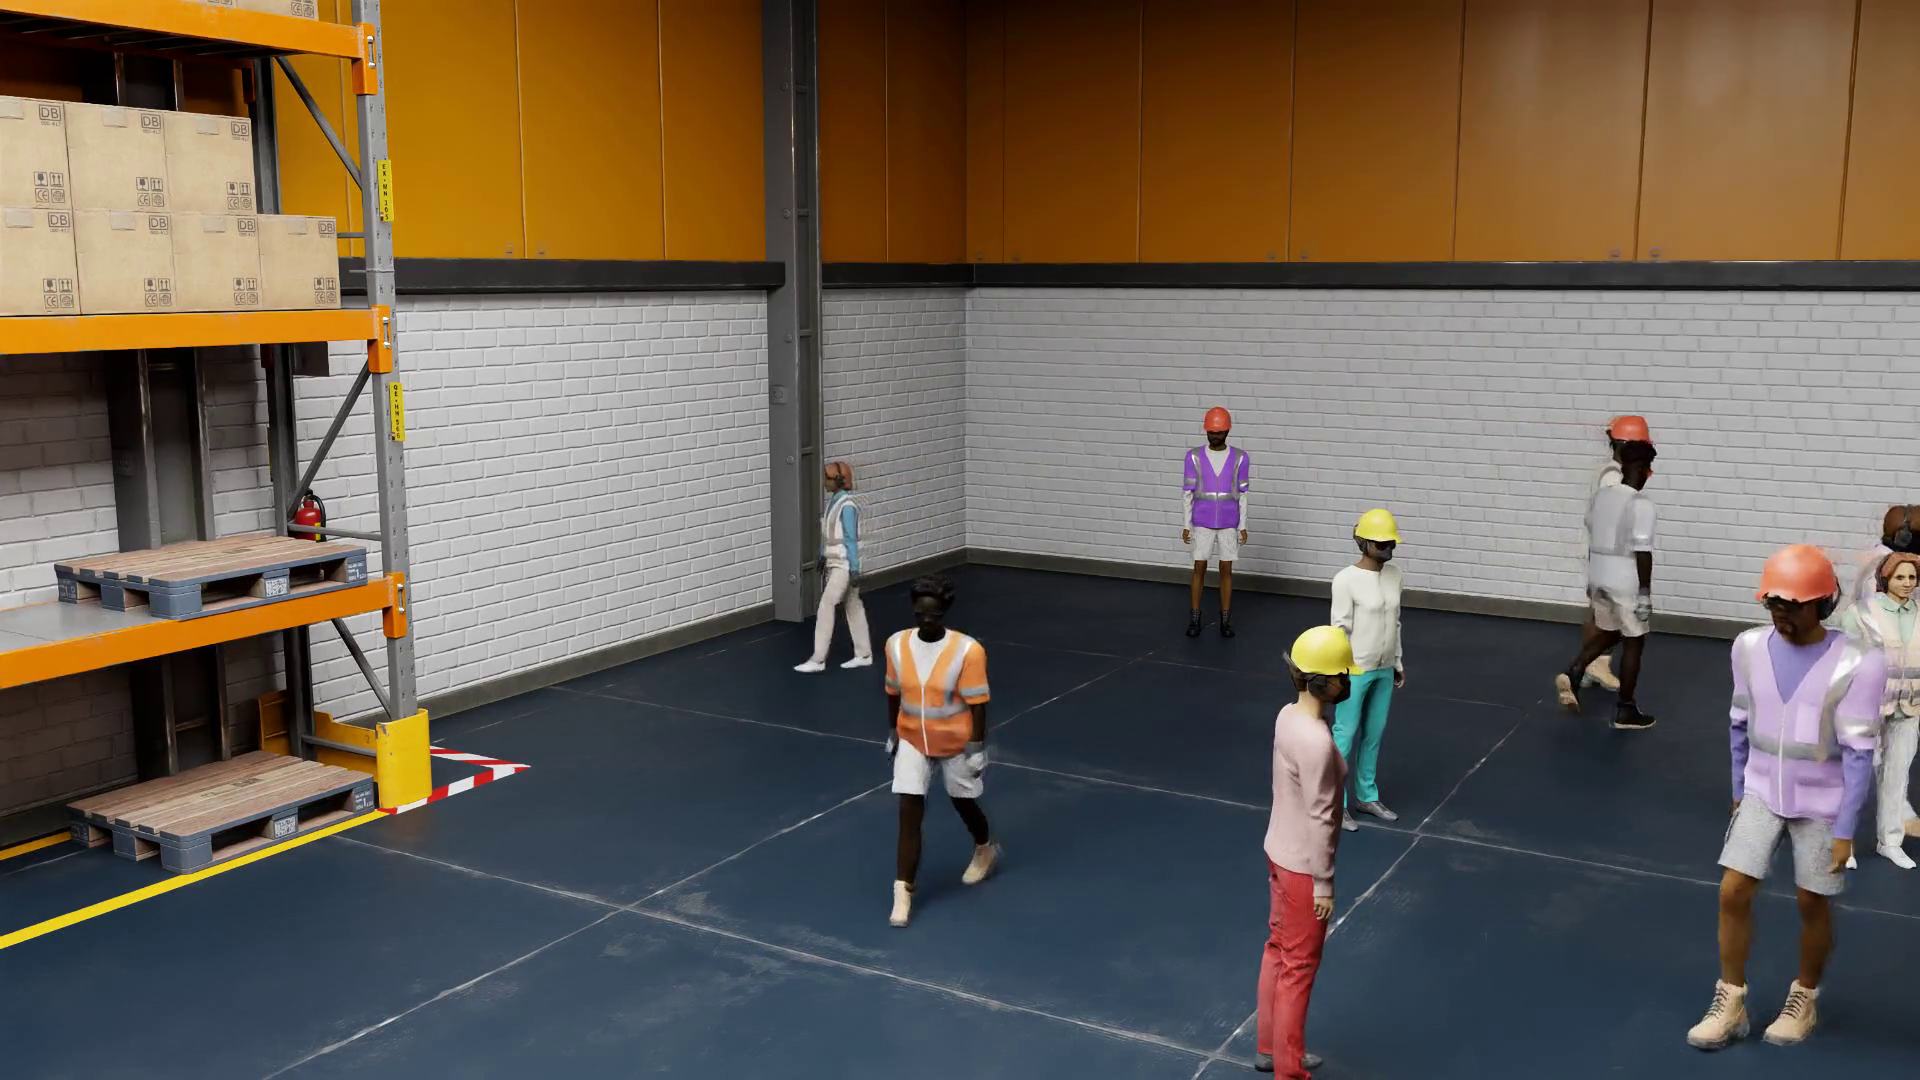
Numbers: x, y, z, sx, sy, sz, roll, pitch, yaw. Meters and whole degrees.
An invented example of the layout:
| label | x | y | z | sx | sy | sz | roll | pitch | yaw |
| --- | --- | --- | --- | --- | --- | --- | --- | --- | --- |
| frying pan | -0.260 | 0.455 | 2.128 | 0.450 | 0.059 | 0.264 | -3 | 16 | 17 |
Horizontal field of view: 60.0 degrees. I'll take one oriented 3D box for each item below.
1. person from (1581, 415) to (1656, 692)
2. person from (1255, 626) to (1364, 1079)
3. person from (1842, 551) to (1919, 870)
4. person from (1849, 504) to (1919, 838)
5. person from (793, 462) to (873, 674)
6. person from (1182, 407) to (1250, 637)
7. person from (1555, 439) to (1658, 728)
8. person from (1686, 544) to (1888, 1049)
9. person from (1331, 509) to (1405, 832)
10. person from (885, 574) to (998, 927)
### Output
| label | x | y | z | sx | sy | sz | roll | pitch | yaw |
| --- | --- | --- | --- | --- | --- | --- | --- | --- | --- |
| person | 4.759 | 0.104 | 12.020 | 0.456 | 2.025 | 0.602 | 3 | 10 | 17 |
| person | 1.289 | 1.181 | 6.108 | 0.326 | 1.767 | 0.533 | 0 | 9 | -2 |
| person | 4.715 | 0.864 | 8.476 | 0.511 | 1.641 | 0.309 | 0 | 9 | 0 |
| person | 4.948 | 0.690 | 9.048 | 0.741 | 1.821 | 0.648 | 5 | 10 | 28 |
| person | -0.993 | 0.215 | 12.628 | 0.757 | 1.610 | 0.530 | -2 | 9 | -15 |
| person | 2.130 | -0.146 | 13.862 | 0.551 | 1.933 | 0.371 | 1 | 9 | 6 |
| person | 4.377 | 0.292 | 11.135 | 0.618 | 1.935 | 0.672 | -3 | 10 | -17 |
| person | 3.160 | 1.017 | 6.383 | 0.771 | 2.010 | 0.609 | -7 | 11 | -37 |
| person | 2.243 | 0.703 | 9.097 | 0.534 | 1.765 | 0.324 | -6 | 11 | -33 |
| person | -0.091 | 0.943 | 7.950 | 0.566 | 1.653 | 0.870 | 4 | 10 | 21 |
